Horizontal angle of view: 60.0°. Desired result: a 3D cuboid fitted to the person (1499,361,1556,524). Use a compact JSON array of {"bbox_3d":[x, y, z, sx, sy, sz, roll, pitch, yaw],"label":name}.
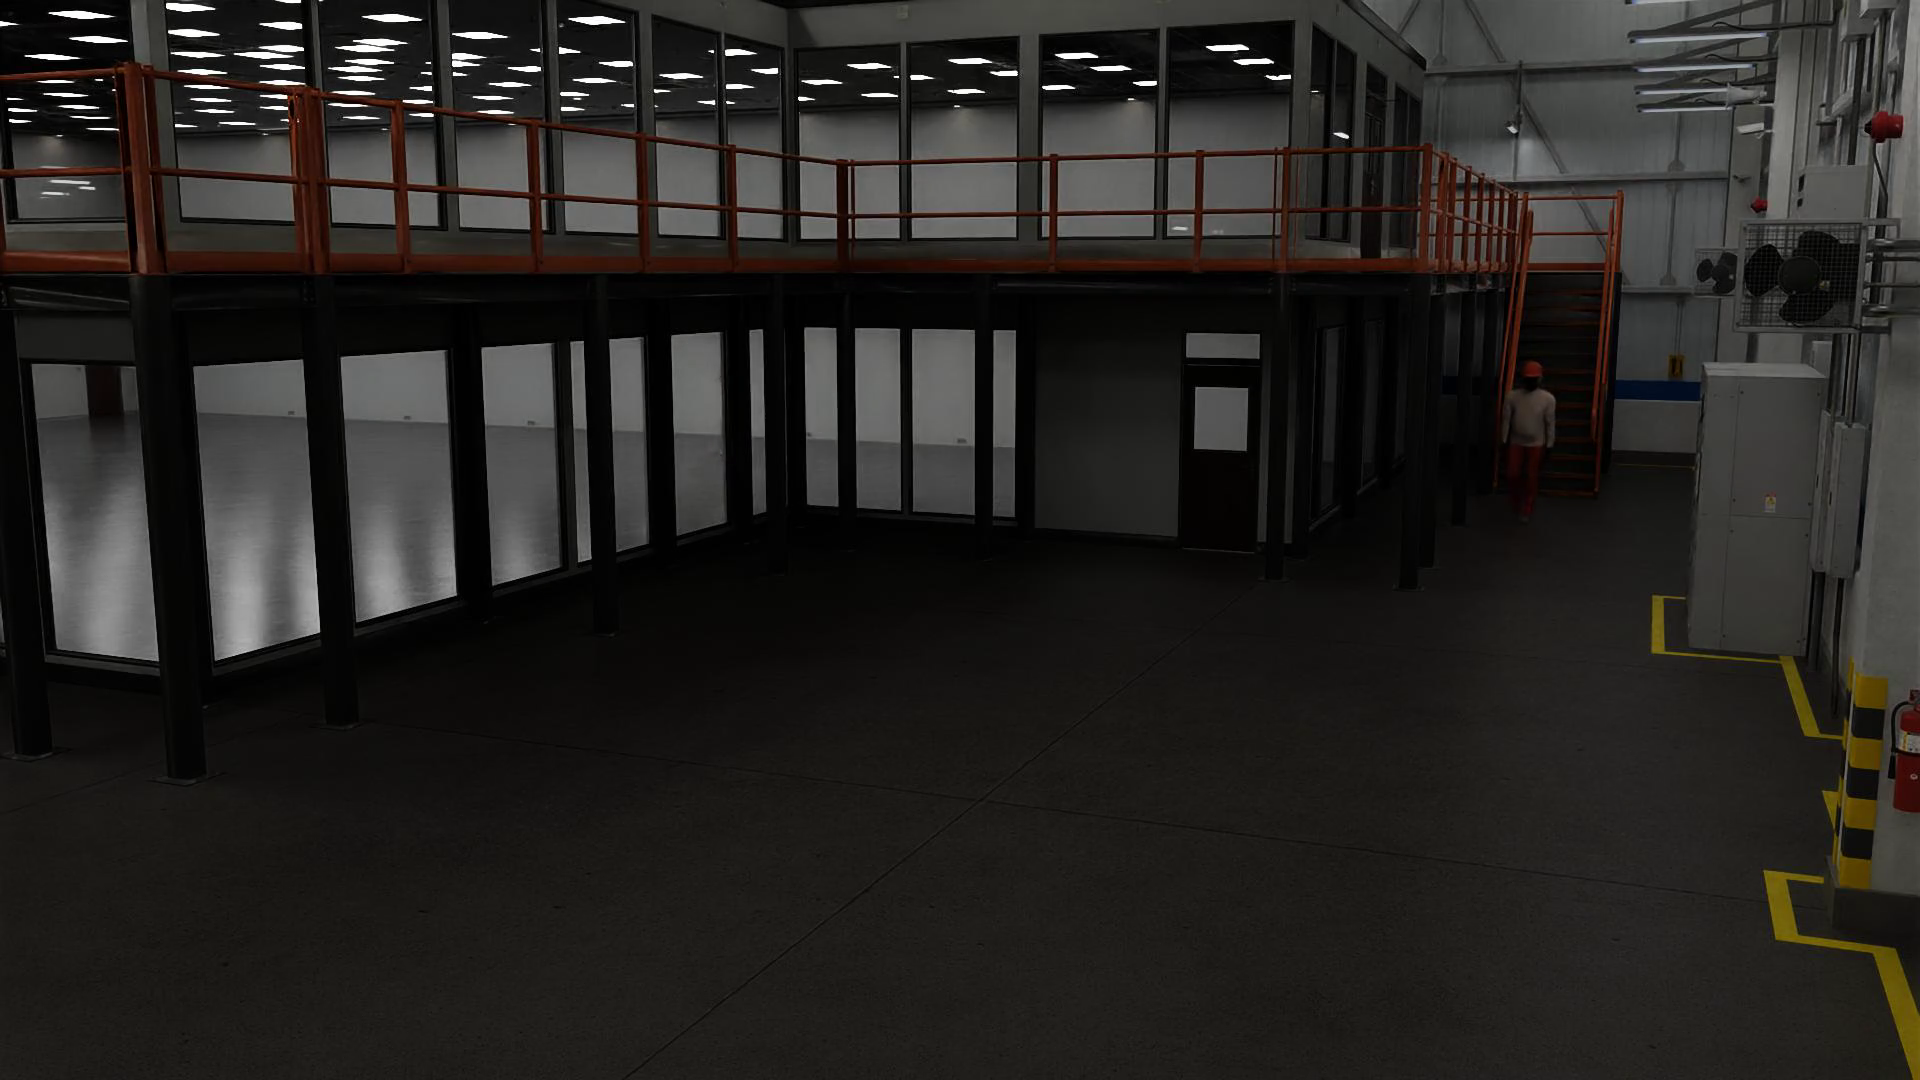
[{"bbox_3d":[6.820,-1.164,20.013,0.651,1.977,0.477,5,10,27],"label":"person"}]
